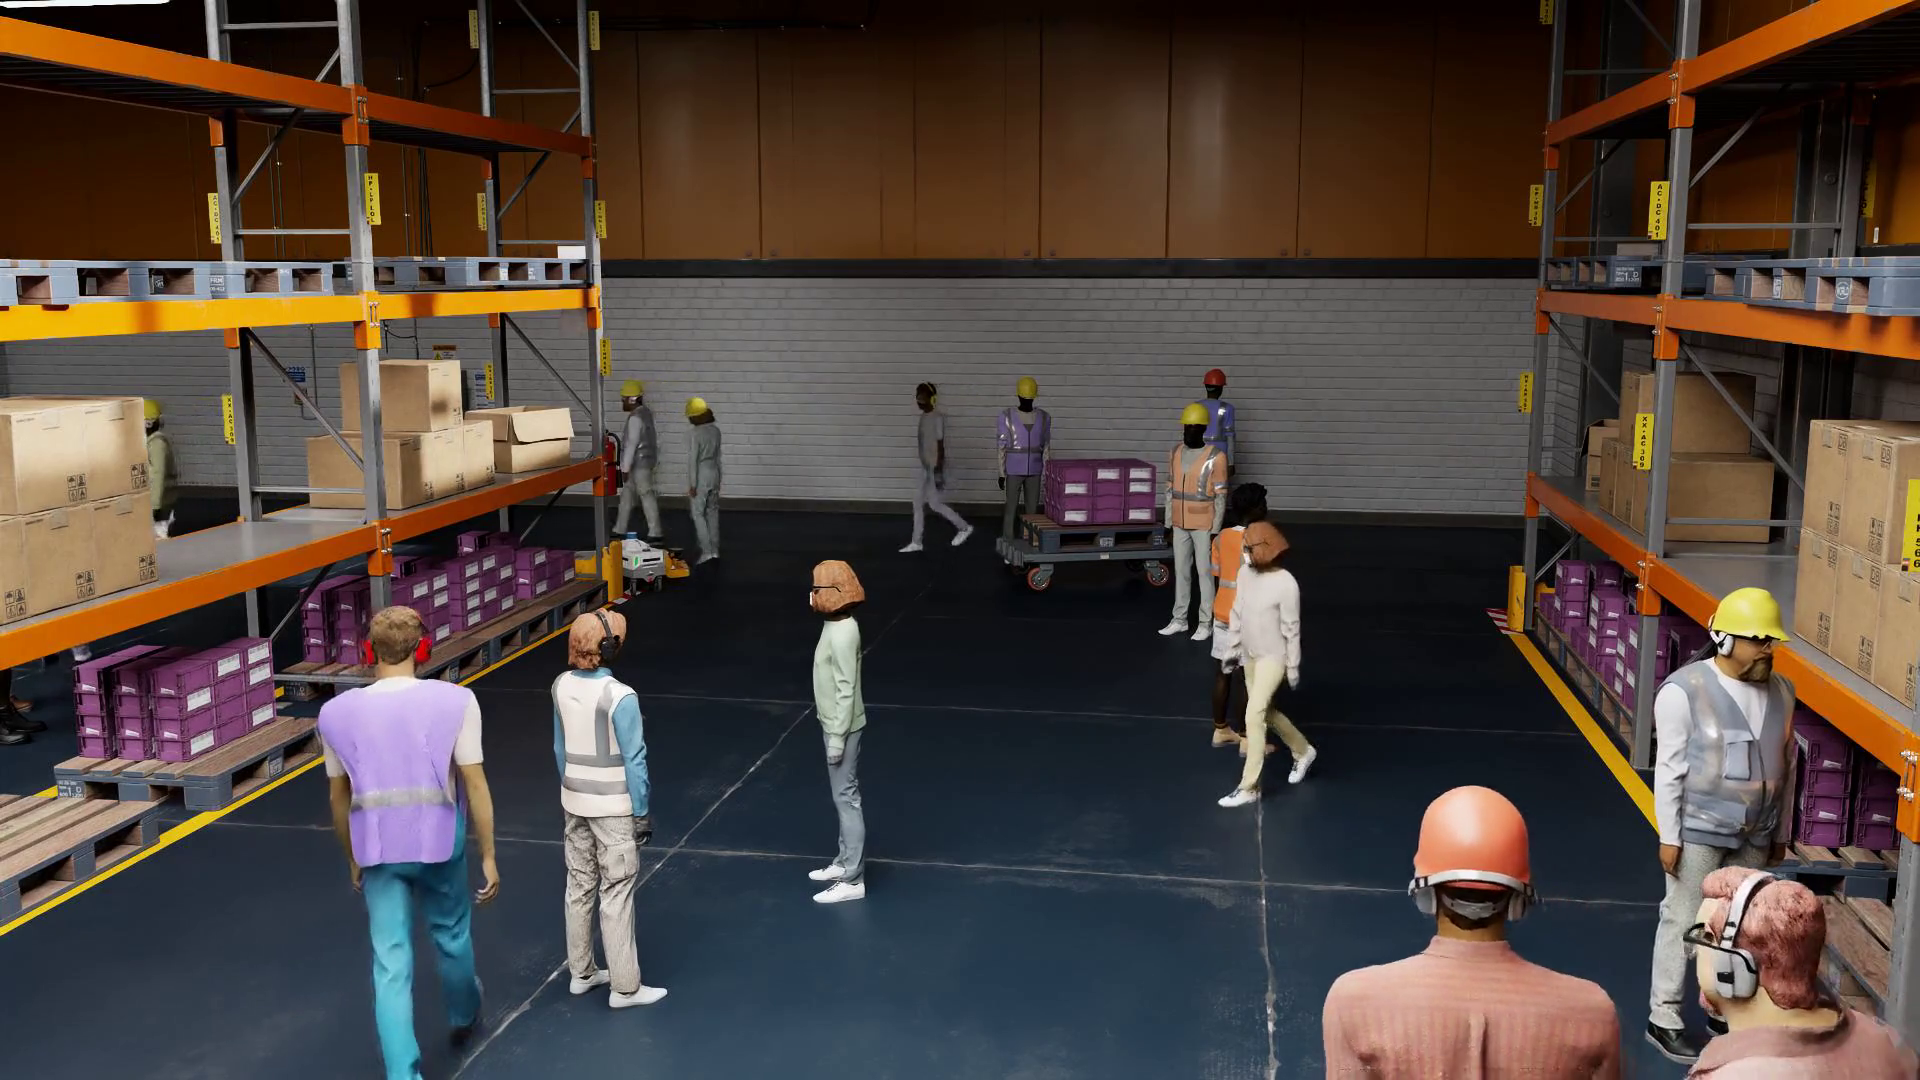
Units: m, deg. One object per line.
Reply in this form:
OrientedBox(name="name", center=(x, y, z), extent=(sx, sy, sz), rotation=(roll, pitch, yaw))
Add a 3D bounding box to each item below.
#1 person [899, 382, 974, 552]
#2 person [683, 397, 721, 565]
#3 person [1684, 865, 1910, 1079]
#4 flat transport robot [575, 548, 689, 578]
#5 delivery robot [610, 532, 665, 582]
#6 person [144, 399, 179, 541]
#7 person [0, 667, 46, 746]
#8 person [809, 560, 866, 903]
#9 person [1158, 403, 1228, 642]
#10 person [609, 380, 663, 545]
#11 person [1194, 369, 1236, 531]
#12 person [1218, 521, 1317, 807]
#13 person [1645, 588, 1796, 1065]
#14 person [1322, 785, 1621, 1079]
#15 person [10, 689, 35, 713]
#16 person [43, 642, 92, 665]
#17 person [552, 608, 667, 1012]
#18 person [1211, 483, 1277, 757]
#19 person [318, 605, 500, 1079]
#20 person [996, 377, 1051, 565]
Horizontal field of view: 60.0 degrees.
OrientedBox(name="person", center=(-0.236, -0.770, 17.689), extent=(0.777, 1.828, 0.556), rotation=(-4, 10, -25))
OrientedBox(name="person", center=(-2.600, -0.613, 17.065), extent=(0.569, 1.712, 0.575), rotation=(6, 11, 33))
OrientedBox(name="person", center=(1.454, 1.534, 3.298), extent=(0.658, 1.877, 0.865), rotation=(-5, 11, -29))
OrientedBox(name="flat transport robot", center=(-3.392, 0.241, 16.204), extent=(1.431, 0.197, 0.652), rotation=(-2, 10, -15))
OrientedBox(name="delivery robot", center=(-3.048, 0.168, 15.494), extent=(0.477, 0.478, 0.707), rotation=(-8, 12, -40))
OrientedBox(name="person", center=(-7.420, -0.392, 15.325), extent=(0.414, 1.822, 0.615), rotation=(-5, 10, -28))
OrientedBox(name="person", center=(-6.085, 0.327, 10.544), extent=(0.356, 1.936, 0.551), rotation=(-2, 9, -11))
OrientedBox(name="person", center=(-0.587, 0.902, 7.938), extent=(0.279, 1.633, 0.505), rotation=(-1, 9, -7))
OrientedBox(name="person", center=(1.895, -0.149, 13.504), extent=(0.585, 1.930, 0.356), rotation=(9, 13, 44))
OrientedBox(name="person", center=(-3.625, -0.829, 18.077), extent=(0.807, 1.800, 0.627), rotation=(-1, 9, -4))
OrientedBox(name="person", center=(2.737, -0.885, 18.025), extent=(0.552, 1.937, 0.356), rotation=(6, 11, 31))
OrientedBox(name="person", center=(1.774, 0.675, 9.446), extent=(0.759, 1.598, 0.491), rotation=(-4, 10, -25))
OrientedBox(name="person", center=(2.898, 1.075, 6.298), extent=(0.595, 1.827, 0.403), rotation=(-2, 10, -15))
OrientedBox(name="person", center=(1.052, 1.477, 3.439), extent=(0.644, 1.950, 1.029), rotation=(1, 9, 8))
OrientedBox(name="person", center=(-6.480, 0.243, 11.065), extent=(0.376, 1.940, 0.629), rotation=(1, 9, 5))
OrientedBox(name="person", center=(-6.751, 0.033, 12.496), extent=(0.661, 1.889, 0.590), rotation=(-4, 10, -23))
OrientedBox(name="person", center=(-1.449, 1.091, 6.754), extent=(0.514, 1.641, 0.307), rotation=(7, 12, 37))
OrientedBox(name="person", center=(1.750, 0.485, 10.306), extent=(0.322, 1.699, 0.536), rotation=(-5, 10, -27))
OrientedBox(name="person", center=(-1.987, 1.125, 6.083), extent=(0.593, 1.784, 0.955), rotation=(-2, 9, -10))
OrientedBox(name="person", center=(0.664, -0.707, 16.987), extent=(0.586, 1.917, 0.381), rotation=(-3, 10, -18))
